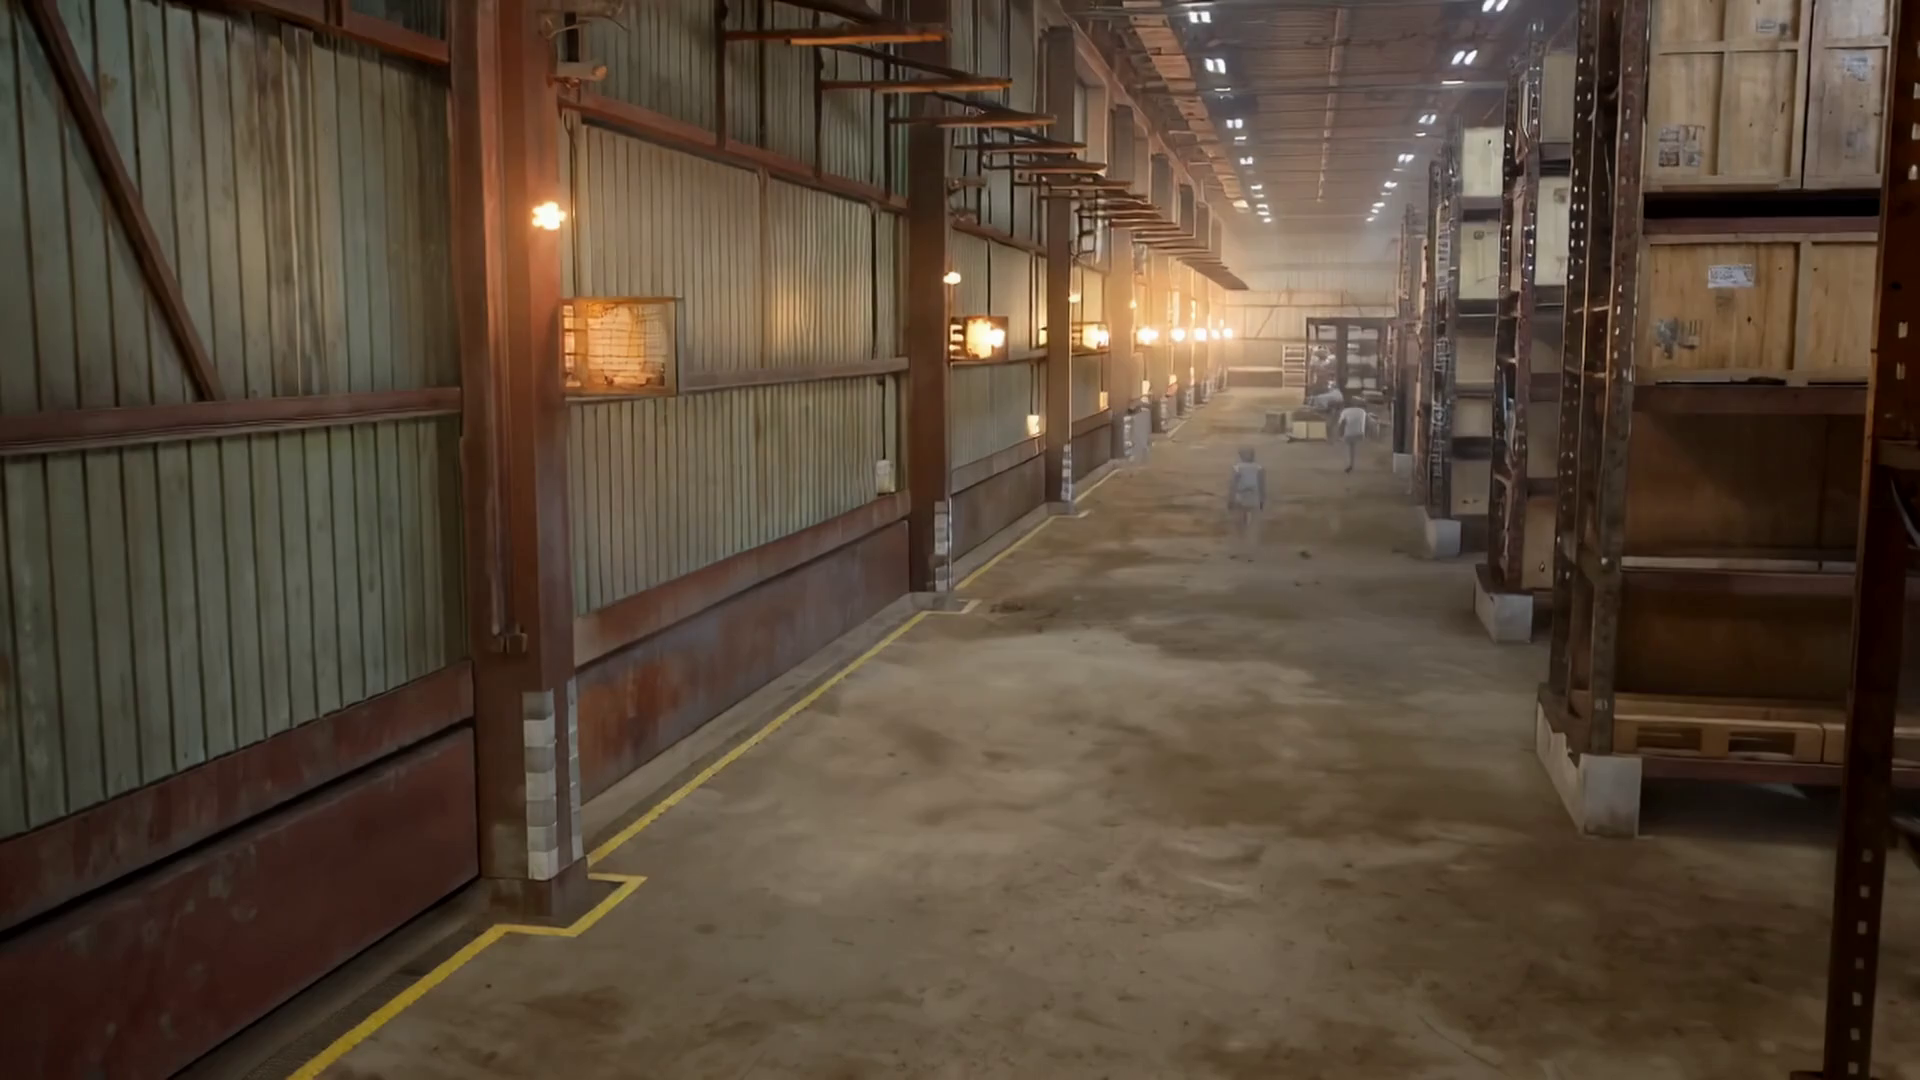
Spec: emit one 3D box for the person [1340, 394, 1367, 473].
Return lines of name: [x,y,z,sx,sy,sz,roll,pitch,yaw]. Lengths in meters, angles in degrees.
person: [8.658,-2.335,36.598,0.555,1.739,0.521,1,7,6]

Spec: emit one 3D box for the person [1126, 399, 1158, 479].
person: [3.857,-2.126,35.104,0.915,1.699,0.588,-7,10,-42]

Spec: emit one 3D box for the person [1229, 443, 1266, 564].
person: [3.849,-0.496,22.378,0.539,1.611,0.688,-1,7,-7]
